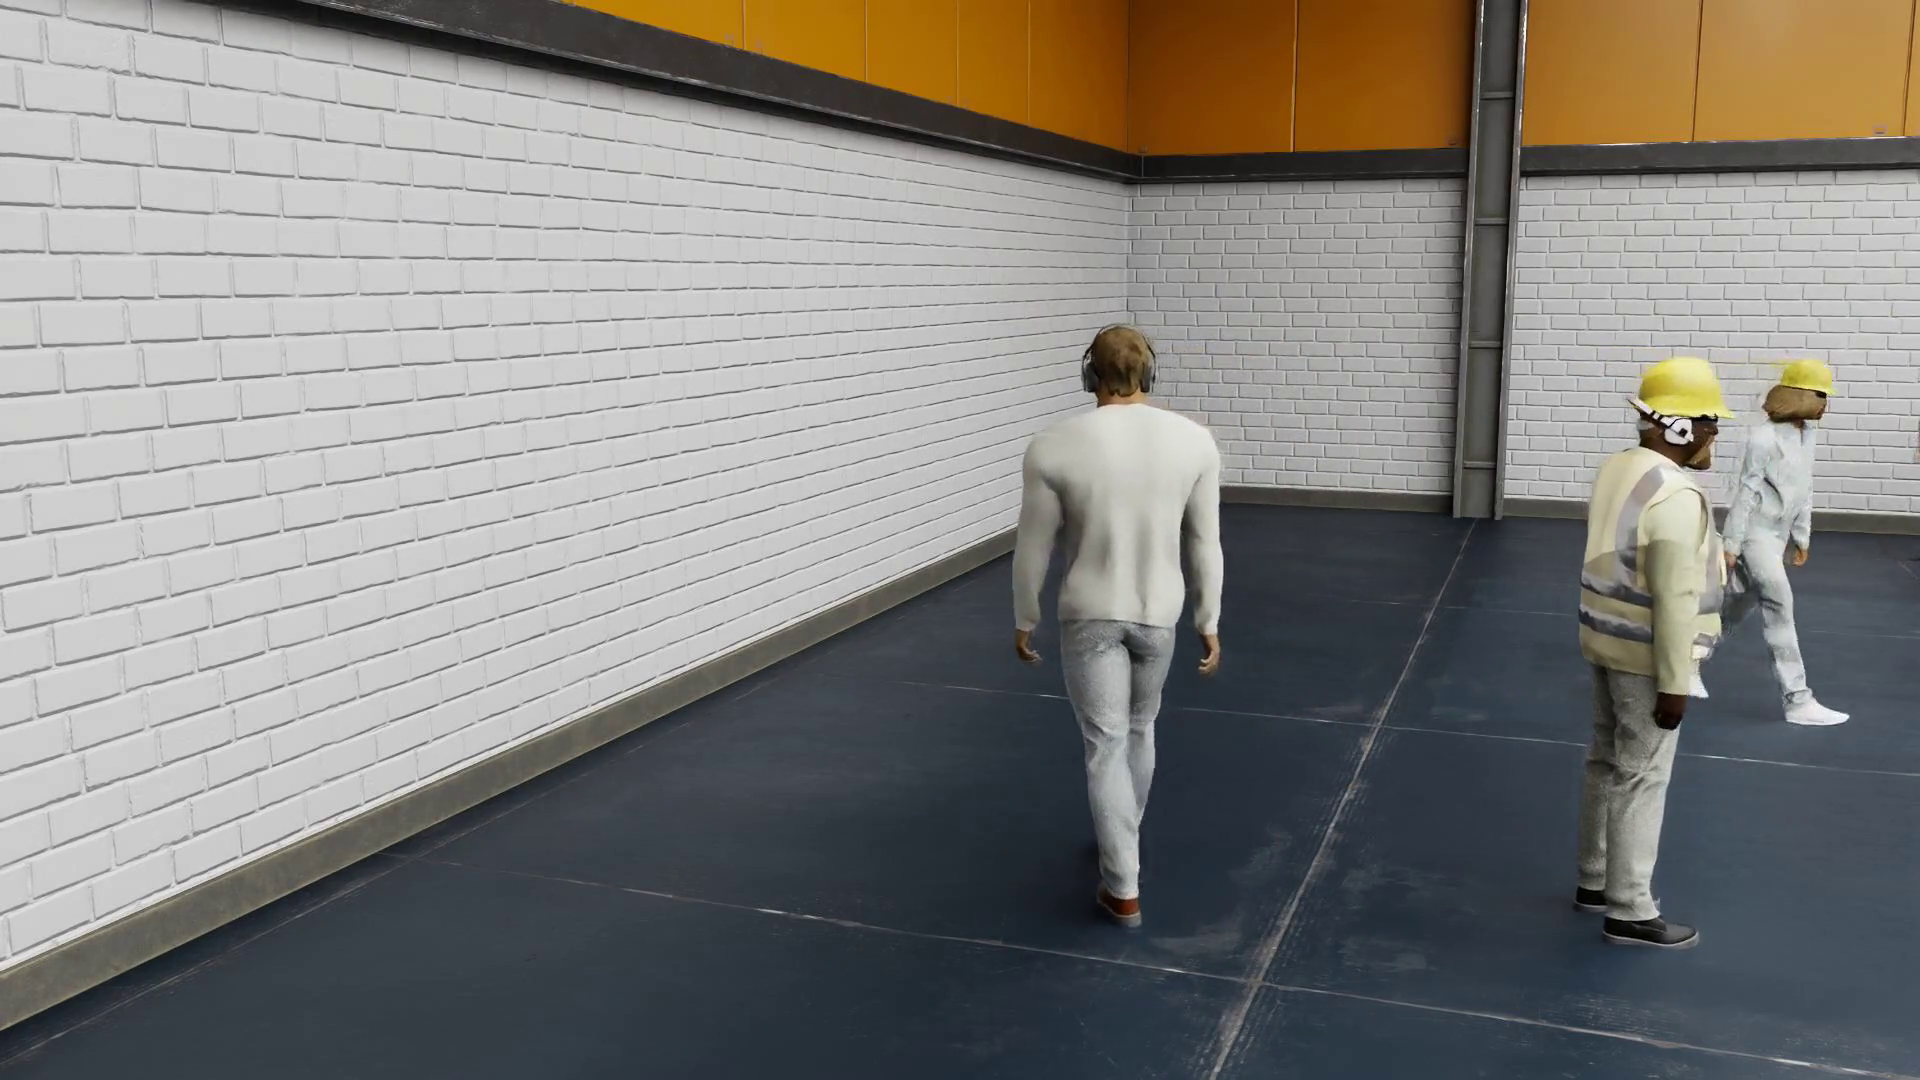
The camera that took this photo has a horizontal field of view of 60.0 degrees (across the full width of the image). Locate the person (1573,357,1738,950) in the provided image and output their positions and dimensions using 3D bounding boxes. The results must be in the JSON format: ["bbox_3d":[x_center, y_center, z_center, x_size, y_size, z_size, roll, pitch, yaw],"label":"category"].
[{"bbox_3d":[2.143,0.347,5.167,0.408,1.823,0.612,0,9,1],"label":"person"}]

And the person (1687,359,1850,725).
[{"bbox_3d":[3.763,-0.014,7.850,0.524,1.690,0.910,-7,12,-39],"label":"person"}]

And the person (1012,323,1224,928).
[{"bbox_3d":[0.486,0.244,5.528,0.661,1.906,0.885,-2,9,-10],"label":"person"}]
